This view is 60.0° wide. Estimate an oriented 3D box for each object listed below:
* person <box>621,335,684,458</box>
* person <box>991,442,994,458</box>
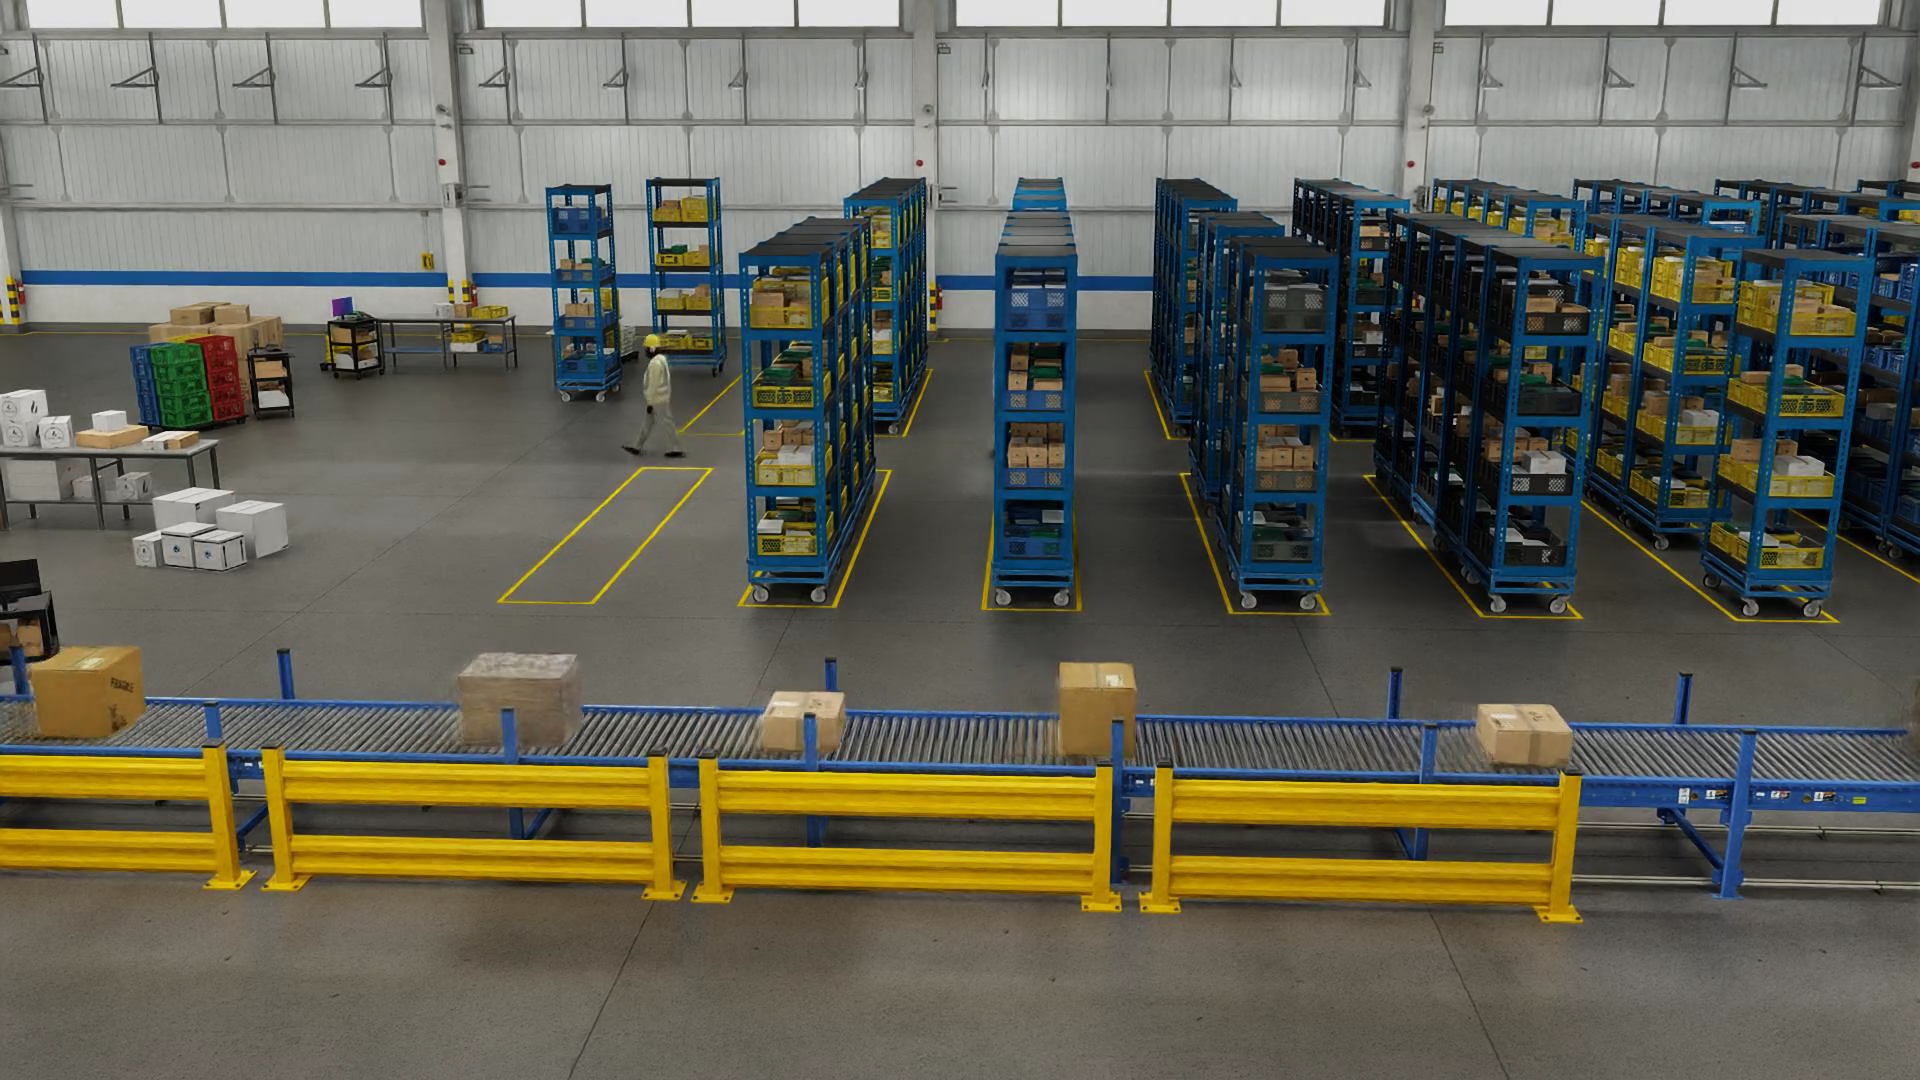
[{"bbox_3d":[-4.386,-2.029,23.686,0.914,1.781,0.617,-2,15,-7],"label":"person"},{"bbox_3d":[0.886,-2.039,23.527,0.997,1.879,0.635,3,15,12],"label":"person"}]
